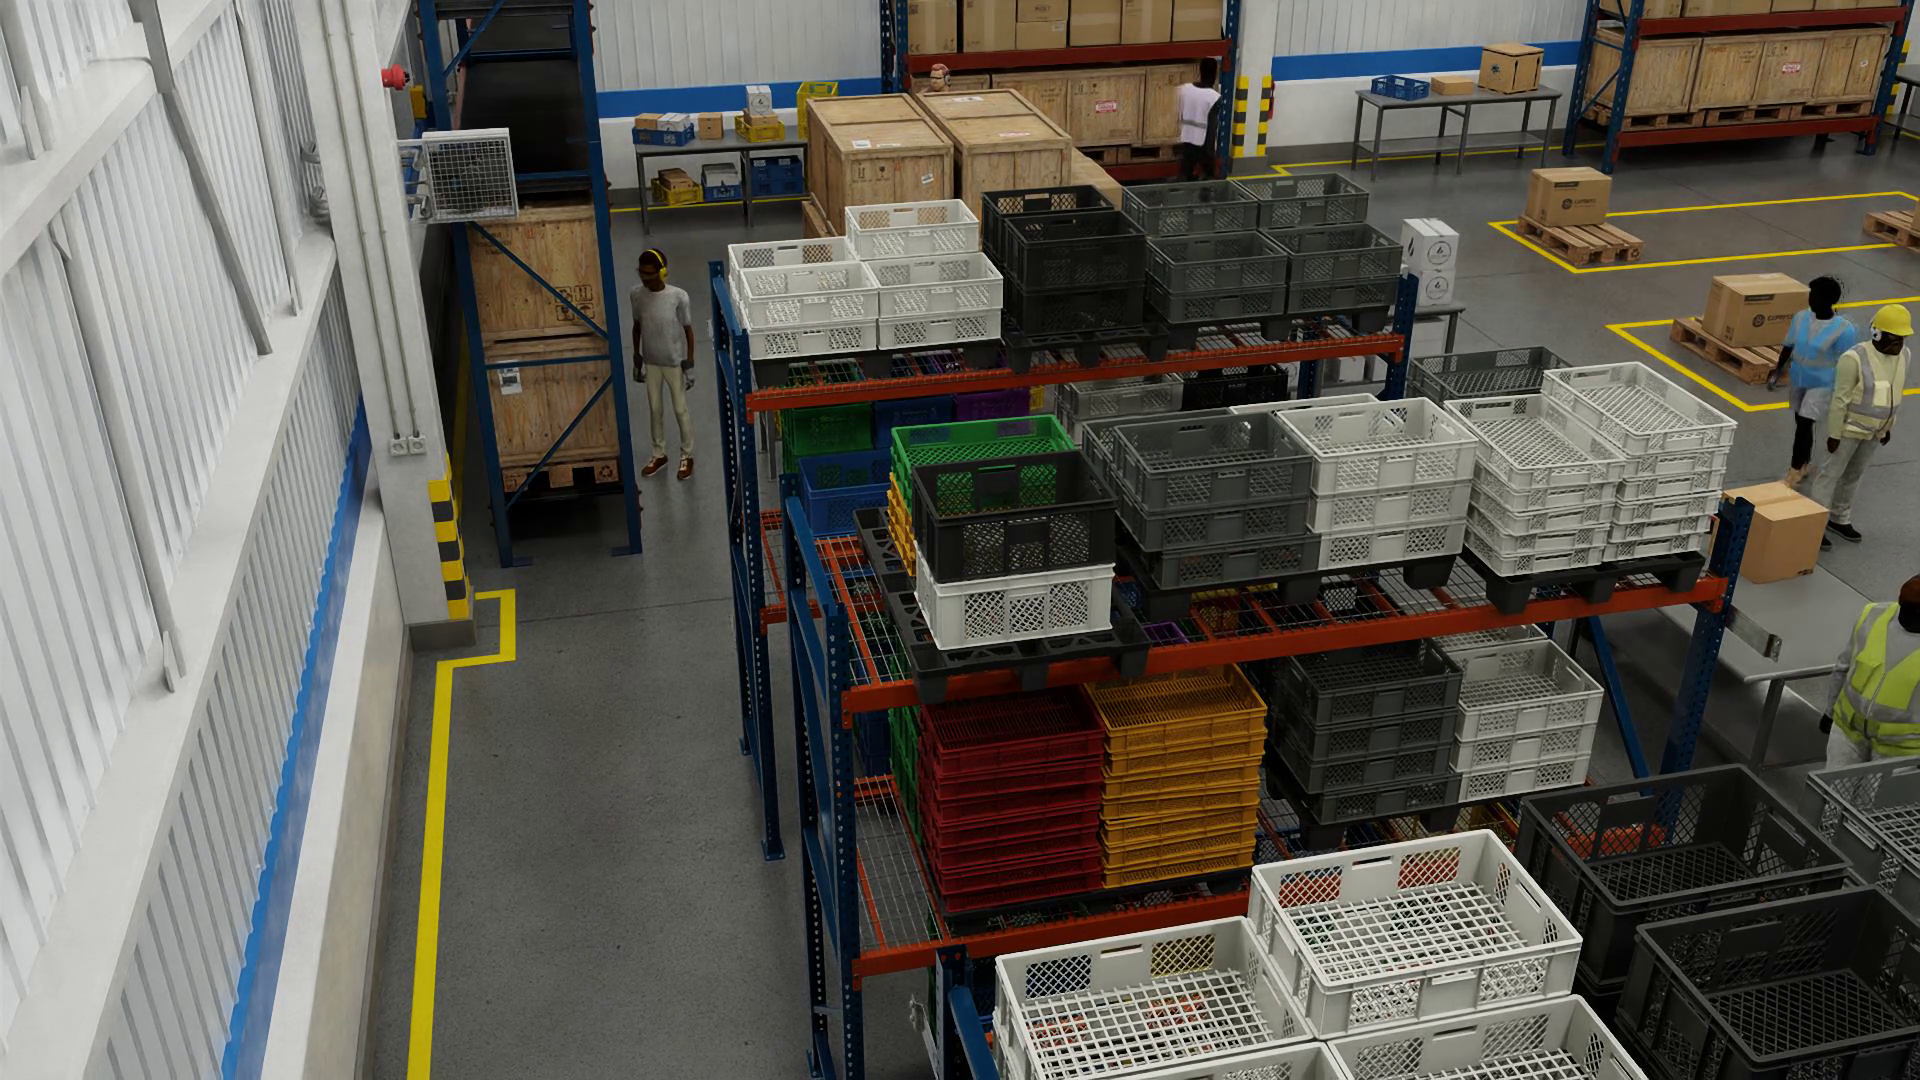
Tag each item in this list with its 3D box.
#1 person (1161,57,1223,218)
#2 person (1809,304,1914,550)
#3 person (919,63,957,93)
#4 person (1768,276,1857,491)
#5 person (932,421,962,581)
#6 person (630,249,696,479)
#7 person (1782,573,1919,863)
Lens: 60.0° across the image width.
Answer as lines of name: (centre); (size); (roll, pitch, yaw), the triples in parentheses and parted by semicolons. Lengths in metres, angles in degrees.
person: (2.662, -4.515, 18.865); (0.854, 1.874, 0.586); (-24, 36, -38)
person: (6.458, -0.818, 11.903); (0.591, 1.834, 0.404); (-10, 29, -18)
person: (-0.231, -4.317, 18.466); (0.639, 1.909, 0.407); (11, 30, 21)
person: (6.465, -1.191, 12.781); (0.696, 1.671, 0.545); (-11, 30, -21)
person: (-0.129, -0.147, 10.580); (0.355, 1.882, 0.576); (-13, 31, -24)
person: (-2.301, -1.363, 12.907); (0.523, 1.865, 0.317); (7, 29, 14)
person: (4.697, 0.979, 8.489); (0.429, 1.842, 0.626); (-19, 33, -32)
